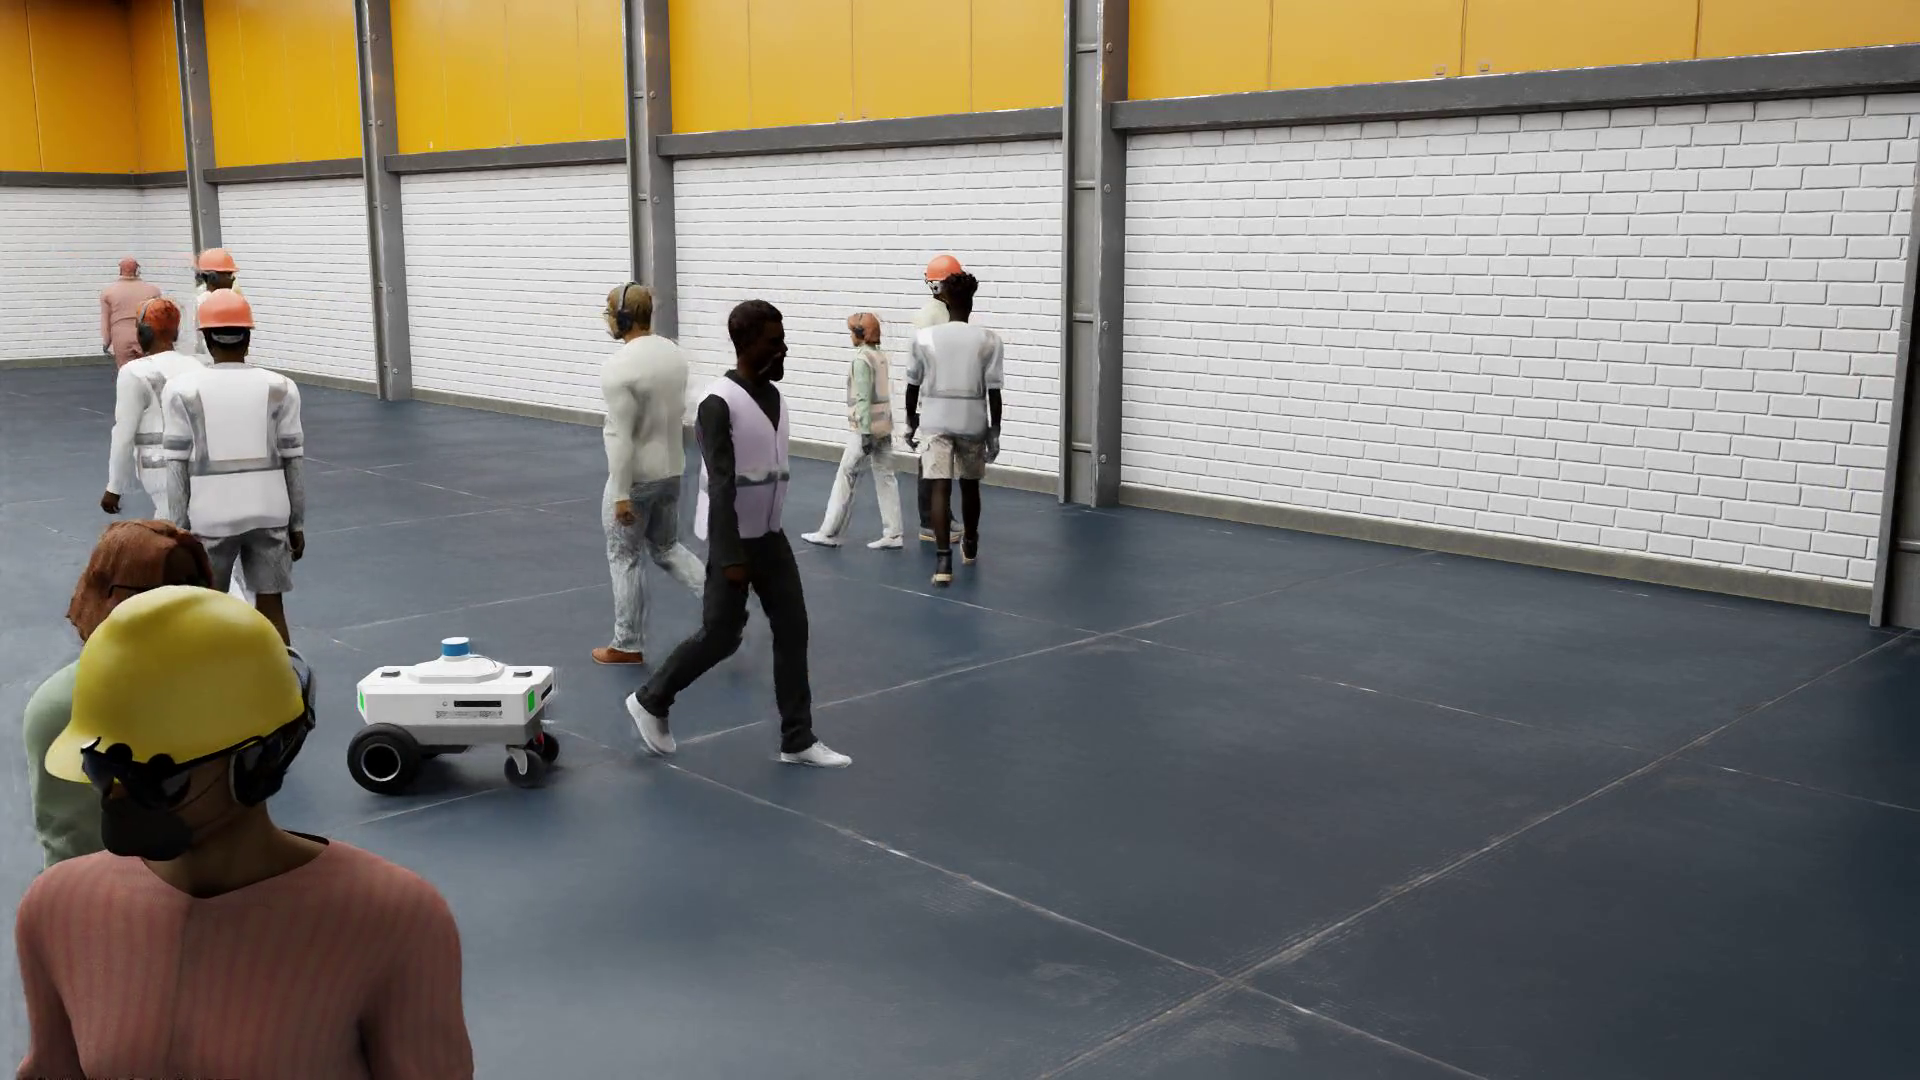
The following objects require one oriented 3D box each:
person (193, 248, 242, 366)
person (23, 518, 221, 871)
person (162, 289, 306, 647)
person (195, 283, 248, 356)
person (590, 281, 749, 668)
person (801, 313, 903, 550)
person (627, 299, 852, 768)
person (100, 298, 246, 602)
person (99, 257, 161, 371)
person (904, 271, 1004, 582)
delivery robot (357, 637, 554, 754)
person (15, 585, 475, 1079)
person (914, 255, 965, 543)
[{"bbox_3d":[-5.884,-1.285,13.169,0.551,2.032,0.625,-4,11,-19],"label":"person"},{"bbox_3d":[-1.622,0.742,3.262,0.713,1.610,0.499,4,11,23],"label":"person"},{"bbox_3d":[-3.066,-0.097,7.069,0.562,1.911,0.484,-6,12,-30],"label":"person"},{"bbox_3d":[-8.303,-2.264,18.777,0.547,1.936,0.365,0,10,2],"label":"person"},{"bbox_3d":[-1.456,-0.293,8.093,0.755,1.916,0.636,5,12,25],"label":"person"},{"bbox_3d":[-0.728,-0.730,11.298,0.779,1.601,0.524,3,11,15],"label":"person"},{"bbox_3d":[-0.913,-0.017,6.662,0.886,1.892,0.583,5,11,23],"label":"person"},{"bbox_3d":[-3.987,-0.313,8.471,1.036,1.828,0.576,2,11,12],"label":"person"},{"bbox_3d":[-9.459,-2.286,19.030,0.648,1.888,0.465,-6,12,-31],"label":"person"},{"bbox_3d":[-0.037,-0.720,10.449,0.622,1.913,1.024,0,10,-2],"label":"person"},{"bbox_3d":[-1.967,0.626,6.528,0.707,0.478,0.477,0,10,0],"label":"delivery robot"},{"bbox_3d":[-0.818,0.912,1.927,0.530,1.765,0.326,1,10,3],"label":"person"},{"bbox_3d":[-0.120,-0.987,11.654,0.381,1.994,0.617,3,11,18],"label":"person"}]
